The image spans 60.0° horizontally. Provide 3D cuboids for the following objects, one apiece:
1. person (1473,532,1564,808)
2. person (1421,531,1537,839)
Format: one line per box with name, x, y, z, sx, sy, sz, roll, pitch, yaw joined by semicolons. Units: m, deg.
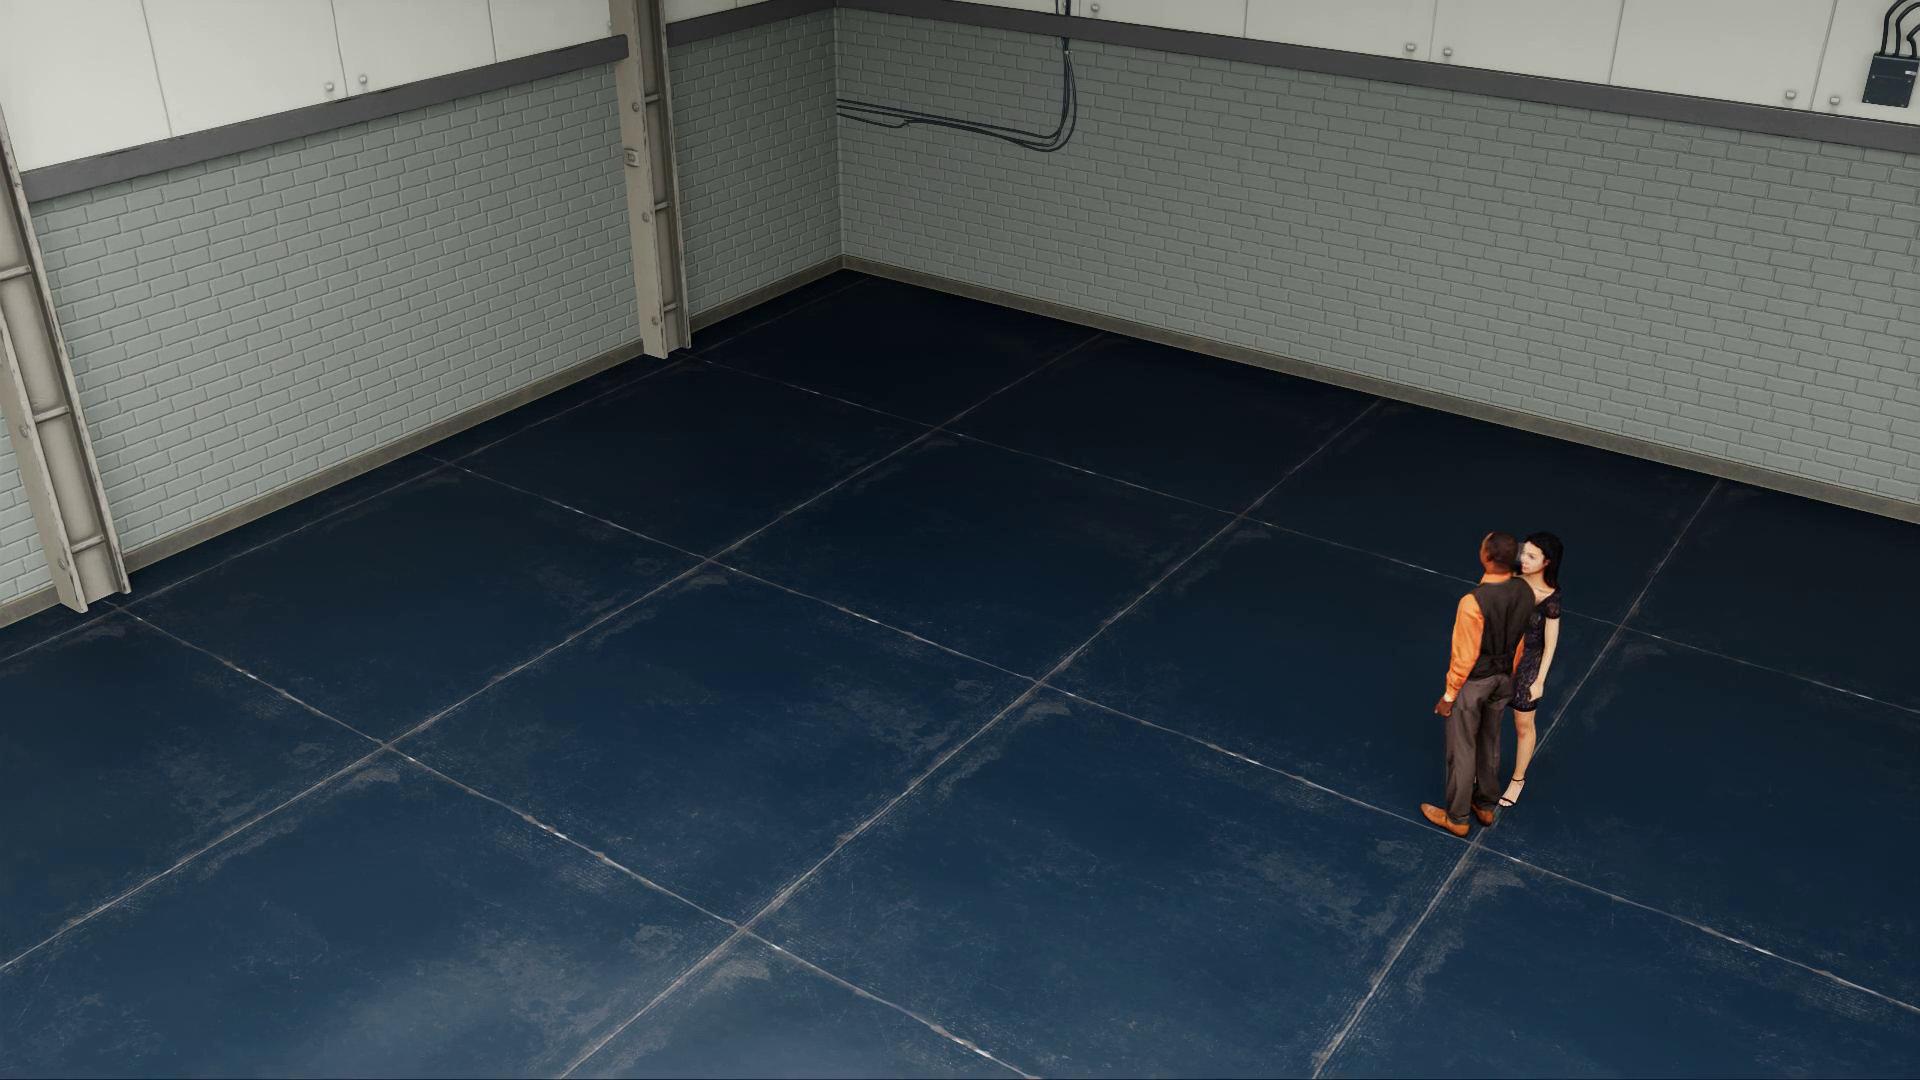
person;3.252;0.749;9.689;0.619;1.791;0.646;-17;32;-28
person;2.959;0.818;9.437;0.725;1.907;0.855;-14;31;-24
